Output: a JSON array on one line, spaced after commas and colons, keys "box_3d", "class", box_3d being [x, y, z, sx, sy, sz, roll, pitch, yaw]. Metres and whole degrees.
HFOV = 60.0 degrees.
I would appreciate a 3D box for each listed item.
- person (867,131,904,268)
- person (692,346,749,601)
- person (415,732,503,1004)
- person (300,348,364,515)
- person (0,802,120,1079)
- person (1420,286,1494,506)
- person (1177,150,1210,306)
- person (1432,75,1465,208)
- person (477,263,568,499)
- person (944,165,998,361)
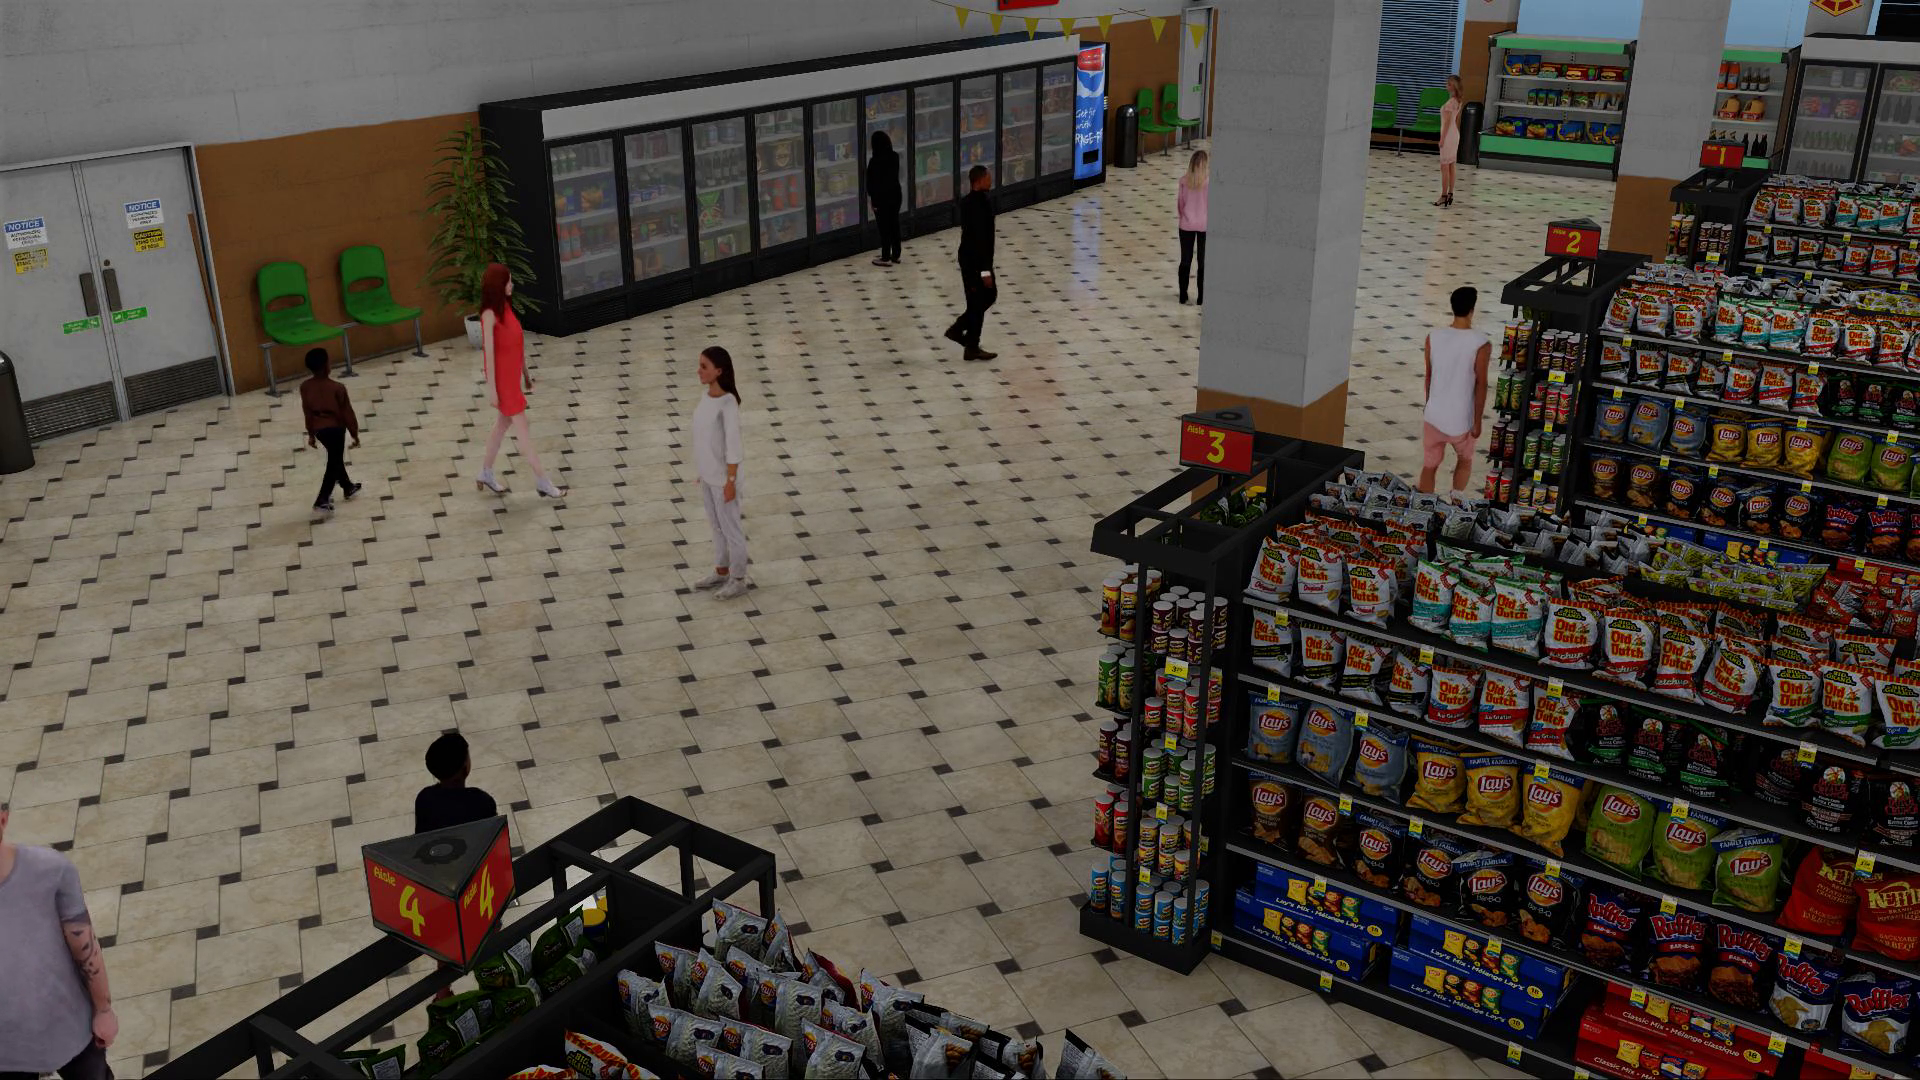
[{"box_3d": [-0.889, -4.143, 20.166, 0.605, 1.612, 0.622, 15, 26, 33], "class": "person"}, {"box_3d": [-1.558, -0.445, 10.861, 0.724, 1.688, 0.587, -15, 26, -33], "class": "person"}, {"box_3d": [-2.066, 1.401, 6.851, 0.871, 1.253, 0.837, 1, 22, 4], "class": "person"}, {"box_3d": [-4.703, -0.790, 12.328, 0.923, 1.233, 0.834, 4, 22, 10], "class": "person"}, {"box_3d": [-3.117, 1.600, 5.621, 1.082, 1.800, 1.313, -10, 24, -23], "class": "person"}, {"box_3d": [3.458, -0.883, 11.858, 0.744, 1.756, 0.726, 15, 26, 32], "class": "person"}, {"box_3d": [2.603, -3.446, 18.329, 0.536, 1.688, 0.696, 9, 24, 22], "class": "person"}, {"box_3d": [7.000, -5.700, 23.750, 0.526, 1.829, 0.594, 18, 28, 38], "class": "person"}, {"box_3d": [-3.491, -1.169, 12.516, 1.065, 1.797, 0.926, 1, 22, 3], "class": "person"}, {"box_3d": [0.071, -2.652, 16.081, 0.948, 1.890, 0.891, -2, 22, -4], "class": "person"}]
